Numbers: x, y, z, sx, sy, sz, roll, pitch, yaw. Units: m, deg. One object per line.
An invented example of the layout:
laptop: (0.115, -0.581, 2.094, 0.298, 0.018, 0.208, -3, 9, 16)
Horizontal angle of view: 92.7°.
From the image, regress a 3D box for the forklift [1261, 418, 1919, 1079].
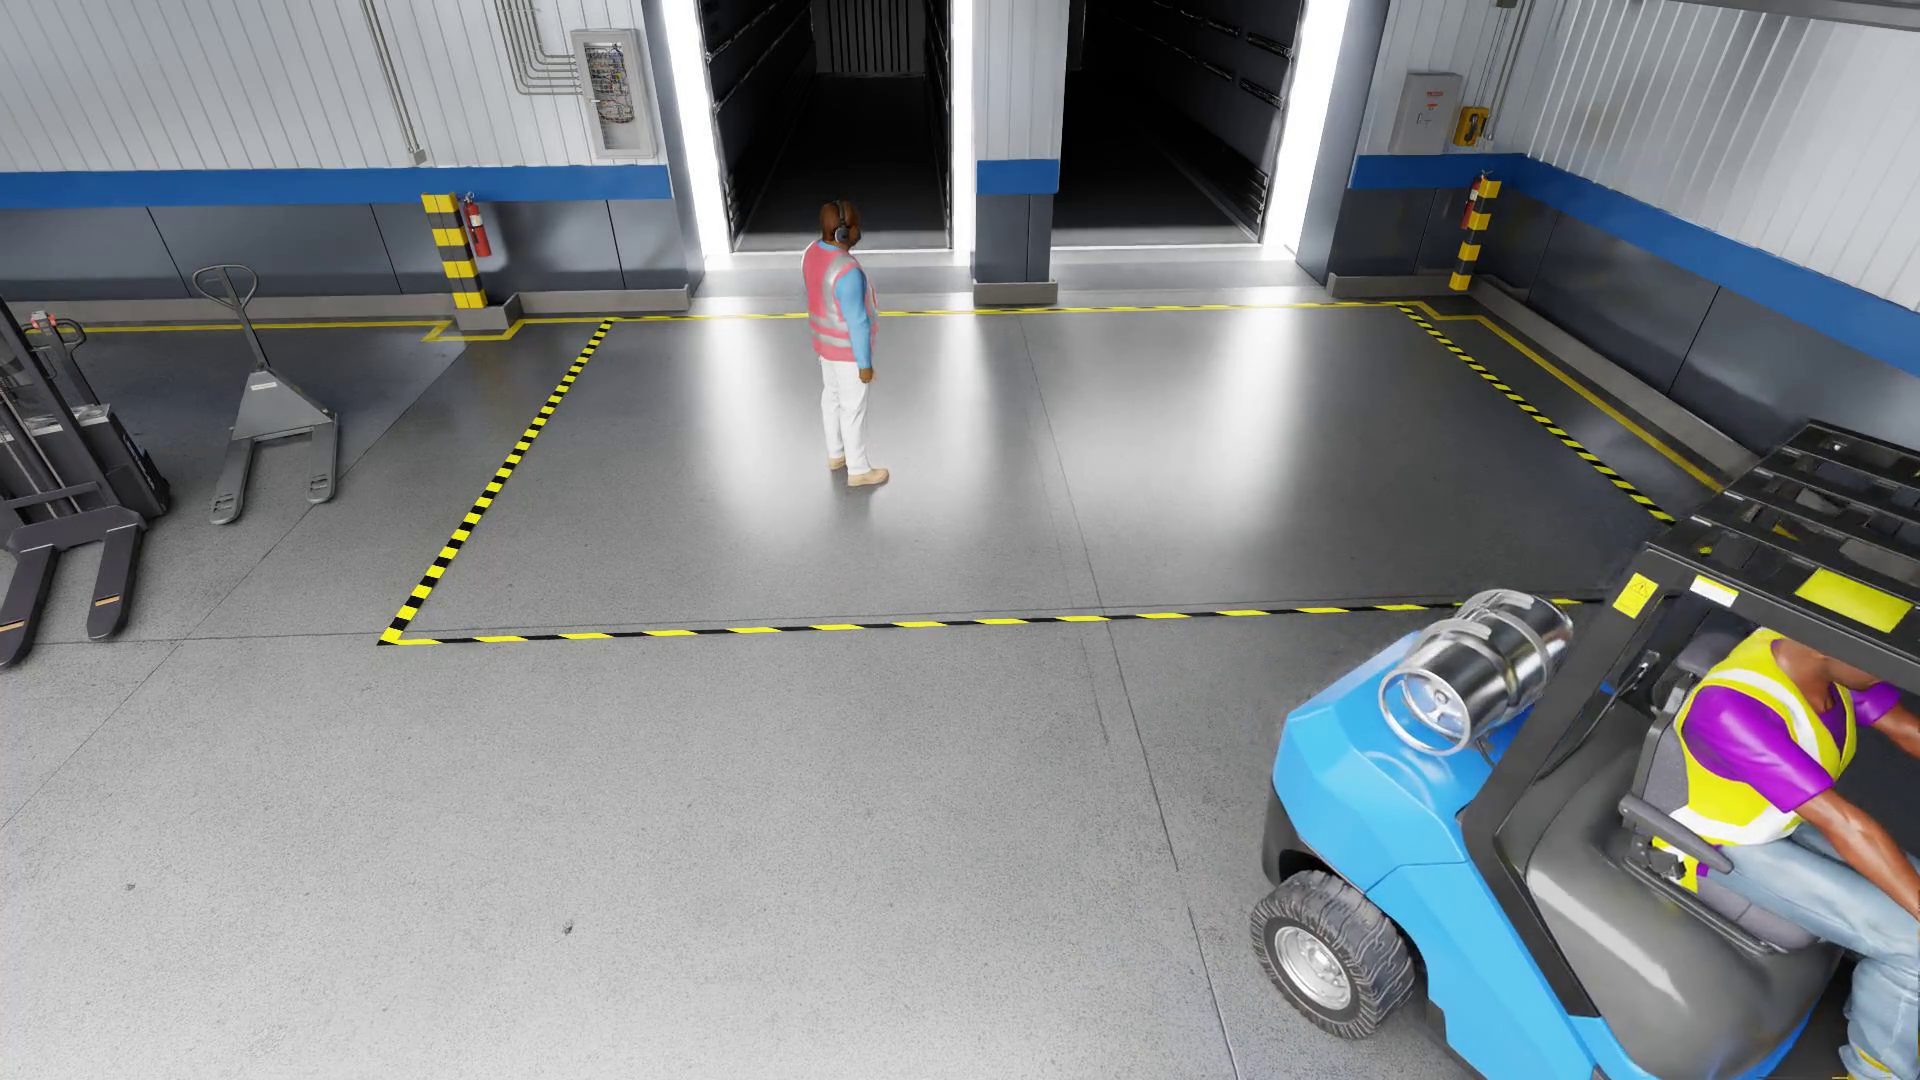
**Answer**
forklift: (2.245, 0.904, 2.380, 1.157, 2.036, 2.680, -22, 41, -29)

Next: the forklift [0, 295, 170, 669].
forklift: (-5.212, -0.618, 4.878, 0.823, 1.965, 1.885, -20, 39, -26)

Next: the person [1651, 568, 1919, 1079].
person: (2.274, 0.780, 2.230, 0.635, 1.293, 1.004, -22, 41, -29)

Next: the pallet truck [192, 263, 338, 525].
pallet truck: (-4.778, -1.027, 6.128, 0.680, 1.201, 1.601, -17, 38, -23)

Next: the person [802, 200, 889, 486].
person: (-0.726, -1.234, 5.897, 0.429, 1.841, 0.633, -20, 40, -26)
